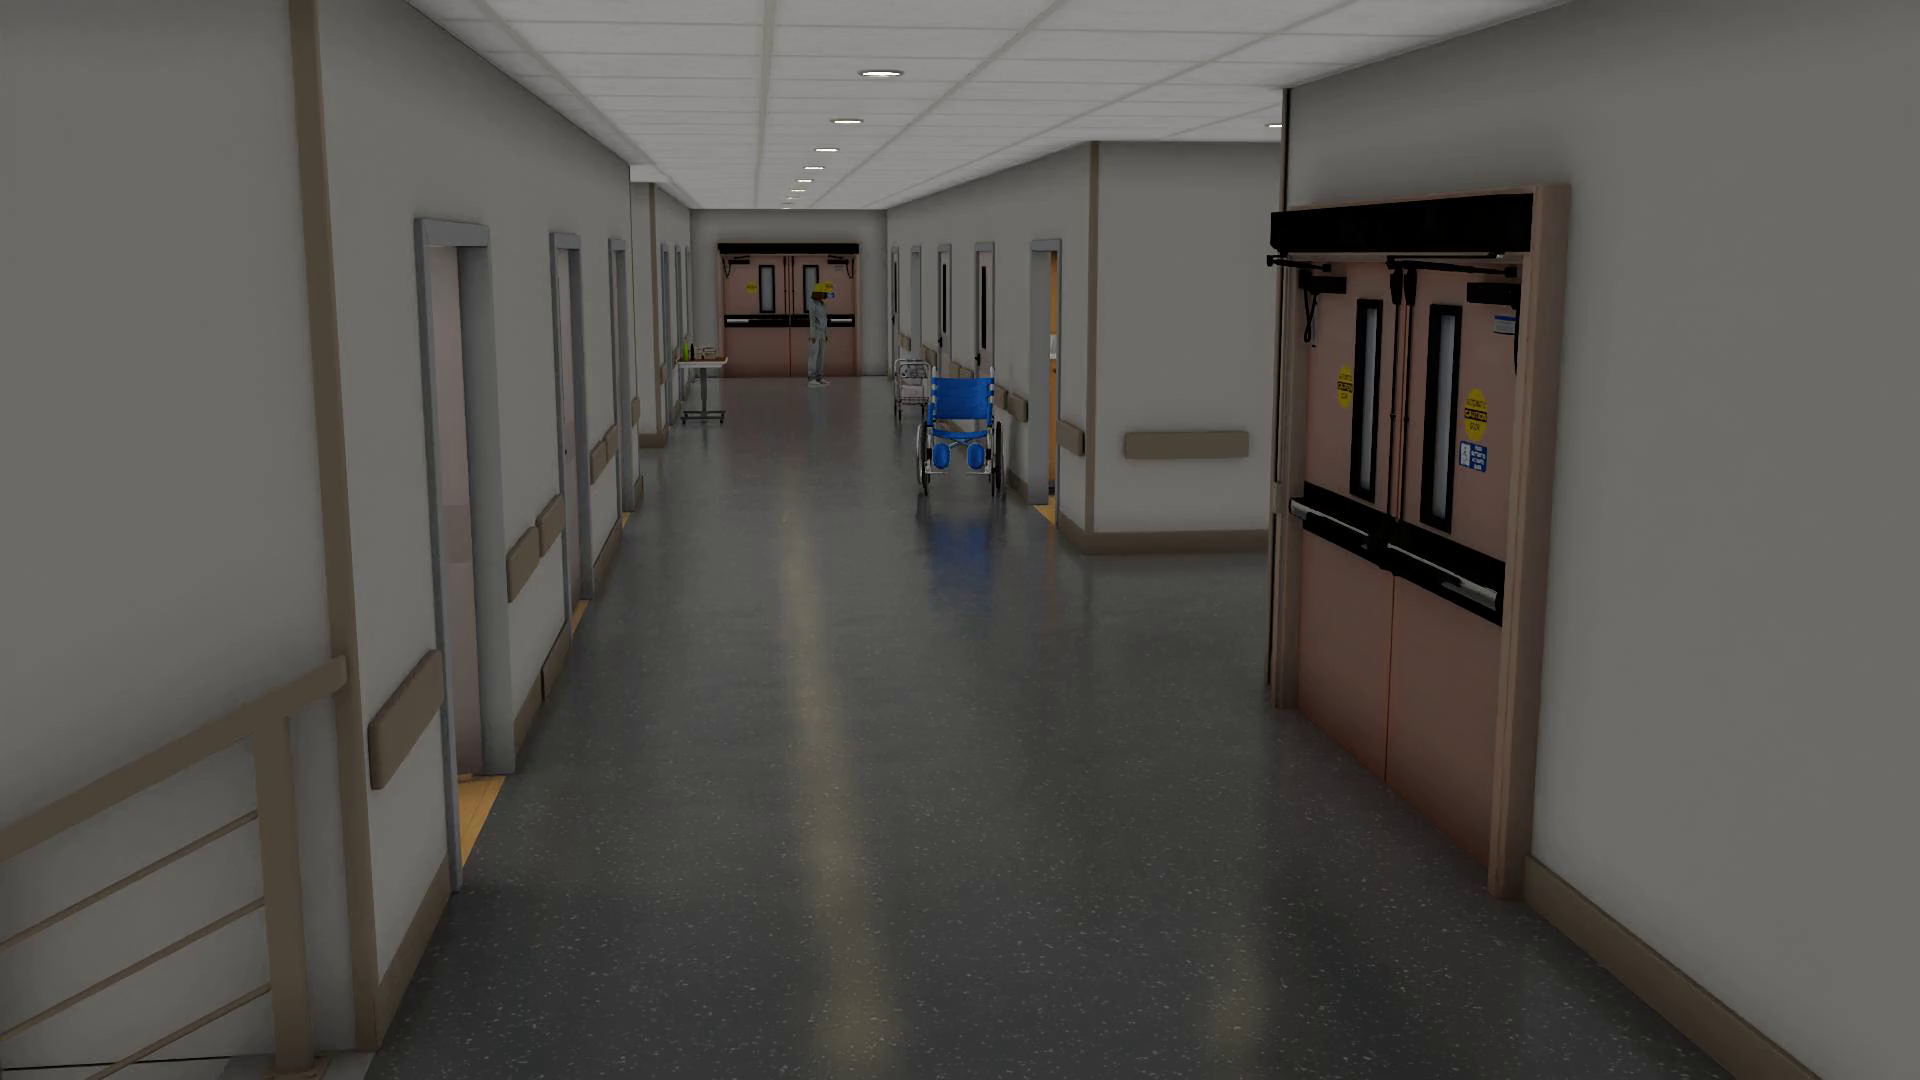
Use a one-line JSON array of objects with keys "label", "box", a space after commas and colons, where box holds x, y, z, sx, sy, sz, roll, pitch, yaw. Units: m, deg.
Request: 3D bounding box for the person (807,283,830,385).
[{"label": "person", "box": [-2.396, -3.495, 28.281, 0.346, 1.735, 0.485, 4, 11, 24]}]
